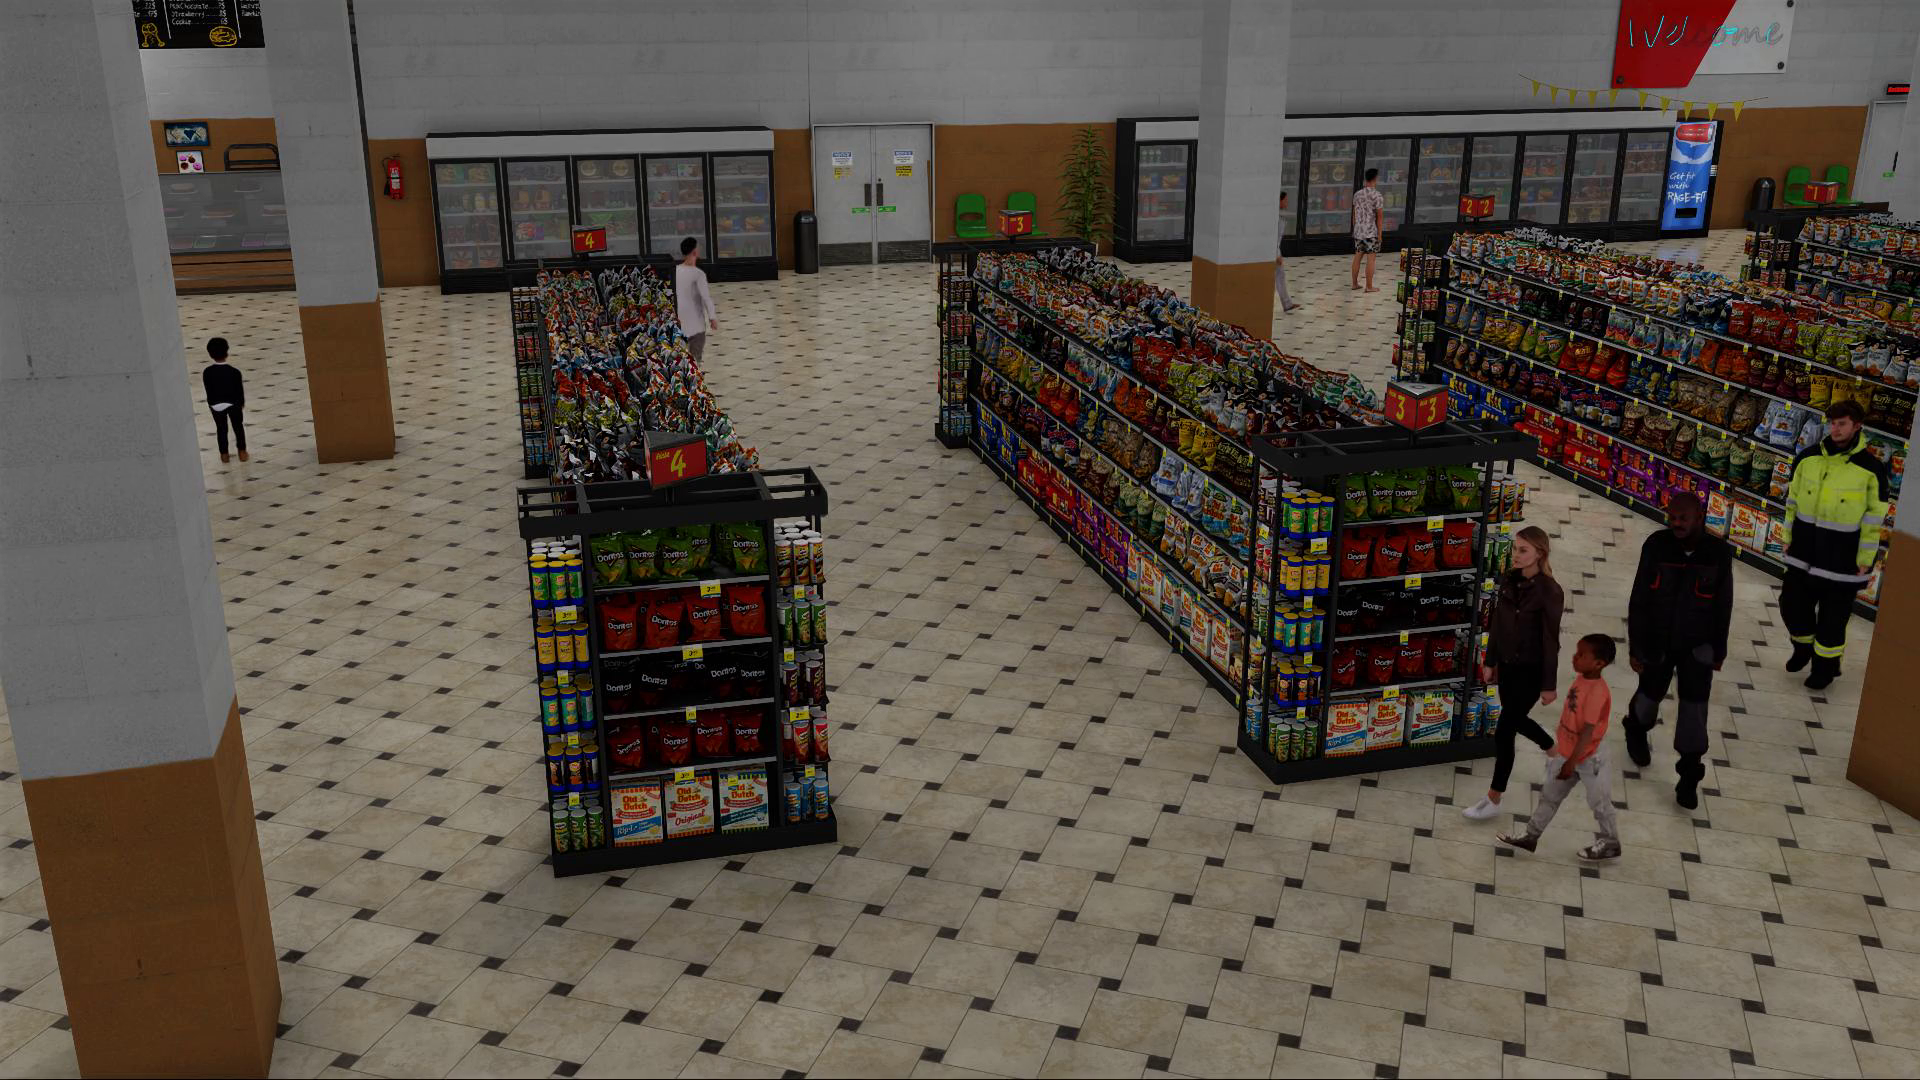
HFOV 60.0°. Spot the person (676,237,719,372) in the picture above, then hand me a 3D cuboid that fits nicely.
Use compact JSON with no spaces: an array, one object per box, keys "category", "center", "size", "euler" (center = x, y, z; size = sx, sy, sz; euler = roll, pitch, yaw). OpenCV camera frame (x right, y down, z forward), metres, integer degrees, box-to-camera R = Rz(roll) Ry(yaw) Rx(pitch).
[{"category":"person","center":[-3.005,-2.398,18.328],"size":[0.796,1.825,0.874],"euler":[16,25,40]}]

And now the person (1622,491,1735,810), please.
[{"category":"person","center":[4.116,0.550,9.639],"size":[1.112,1.791,1.250],"euler":[6,19,16]}]

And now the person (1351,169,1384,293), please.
[{"category":"person","center":[6.146,-4.678,25.103],"size":[0.807,1.816,0.658],"euler":[-15,24,-38]}]

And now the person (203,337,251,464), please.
[{"category":"person","center":[-7.159,-1.366,16.207],"size":[0.501,1.223,0.481],"euler":[-6,19,-17]}]

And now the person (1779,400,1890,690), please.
[{"category":"person","center":[5.782,0.020,10.948],"size":[0.873,1.958,0.991],"euler":[17,25,42]}]

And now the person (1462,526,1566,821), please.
[{"category":"person","center":[3.197,0.730,9.283],"size":[0.795,1.676,1.048],"euler":[-8,20,-23]}]

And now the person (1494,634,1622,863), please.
[{"category":"person","center":[3.336,1.125,8.735],"size":[0.673,1.279,0.861],"euler":[-1,19,-2]}]
